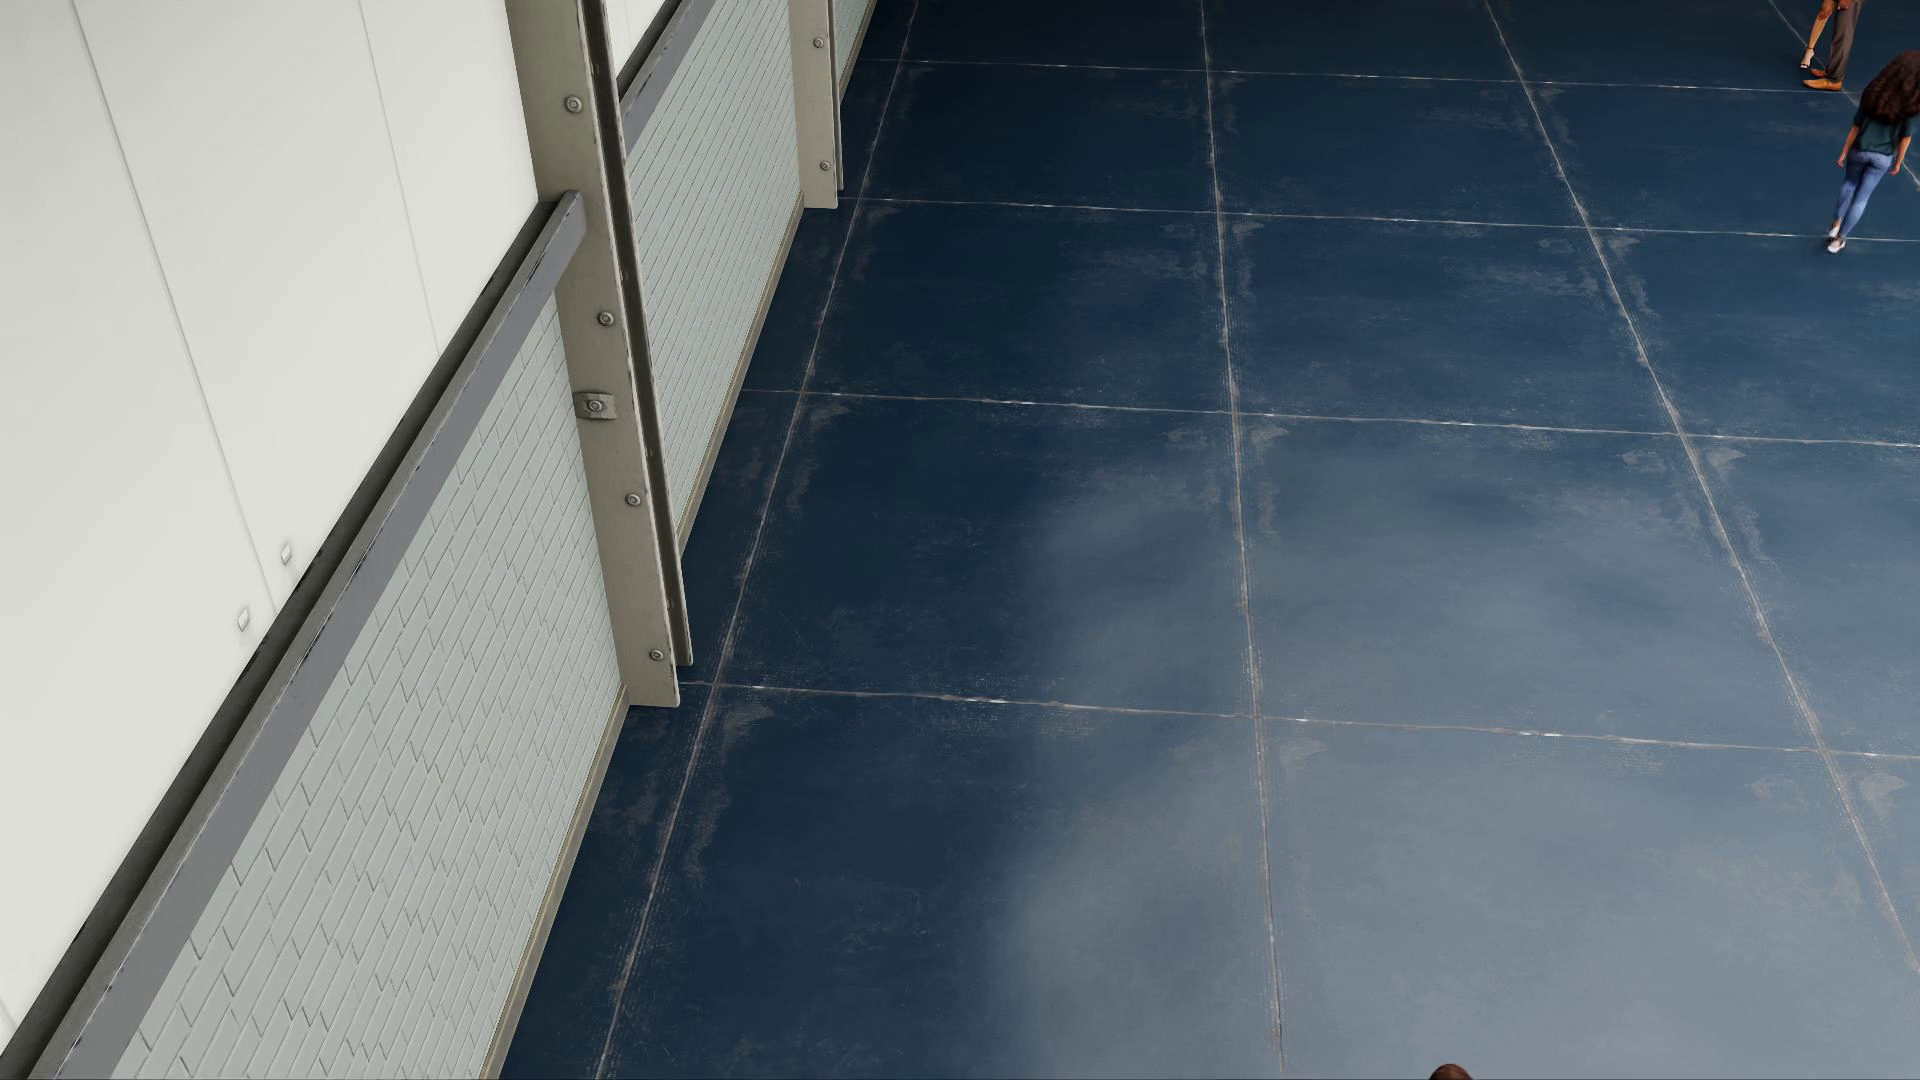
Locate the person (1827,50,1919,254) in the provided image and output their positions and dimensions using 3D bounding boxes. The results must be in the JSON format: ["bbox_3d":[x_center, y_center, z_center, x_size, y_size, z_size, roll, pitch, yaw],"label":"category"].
[{"bbox_3d":[6.986,-2.944,12.775,0.747,1.605,0.800,26,45,29],"label":"person"}]

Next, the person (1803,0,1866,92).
[{"bbox_3d":[8.250,-5.100,15.286,0.853,1.908,0.720,21,43,24],"label":"person"}]
